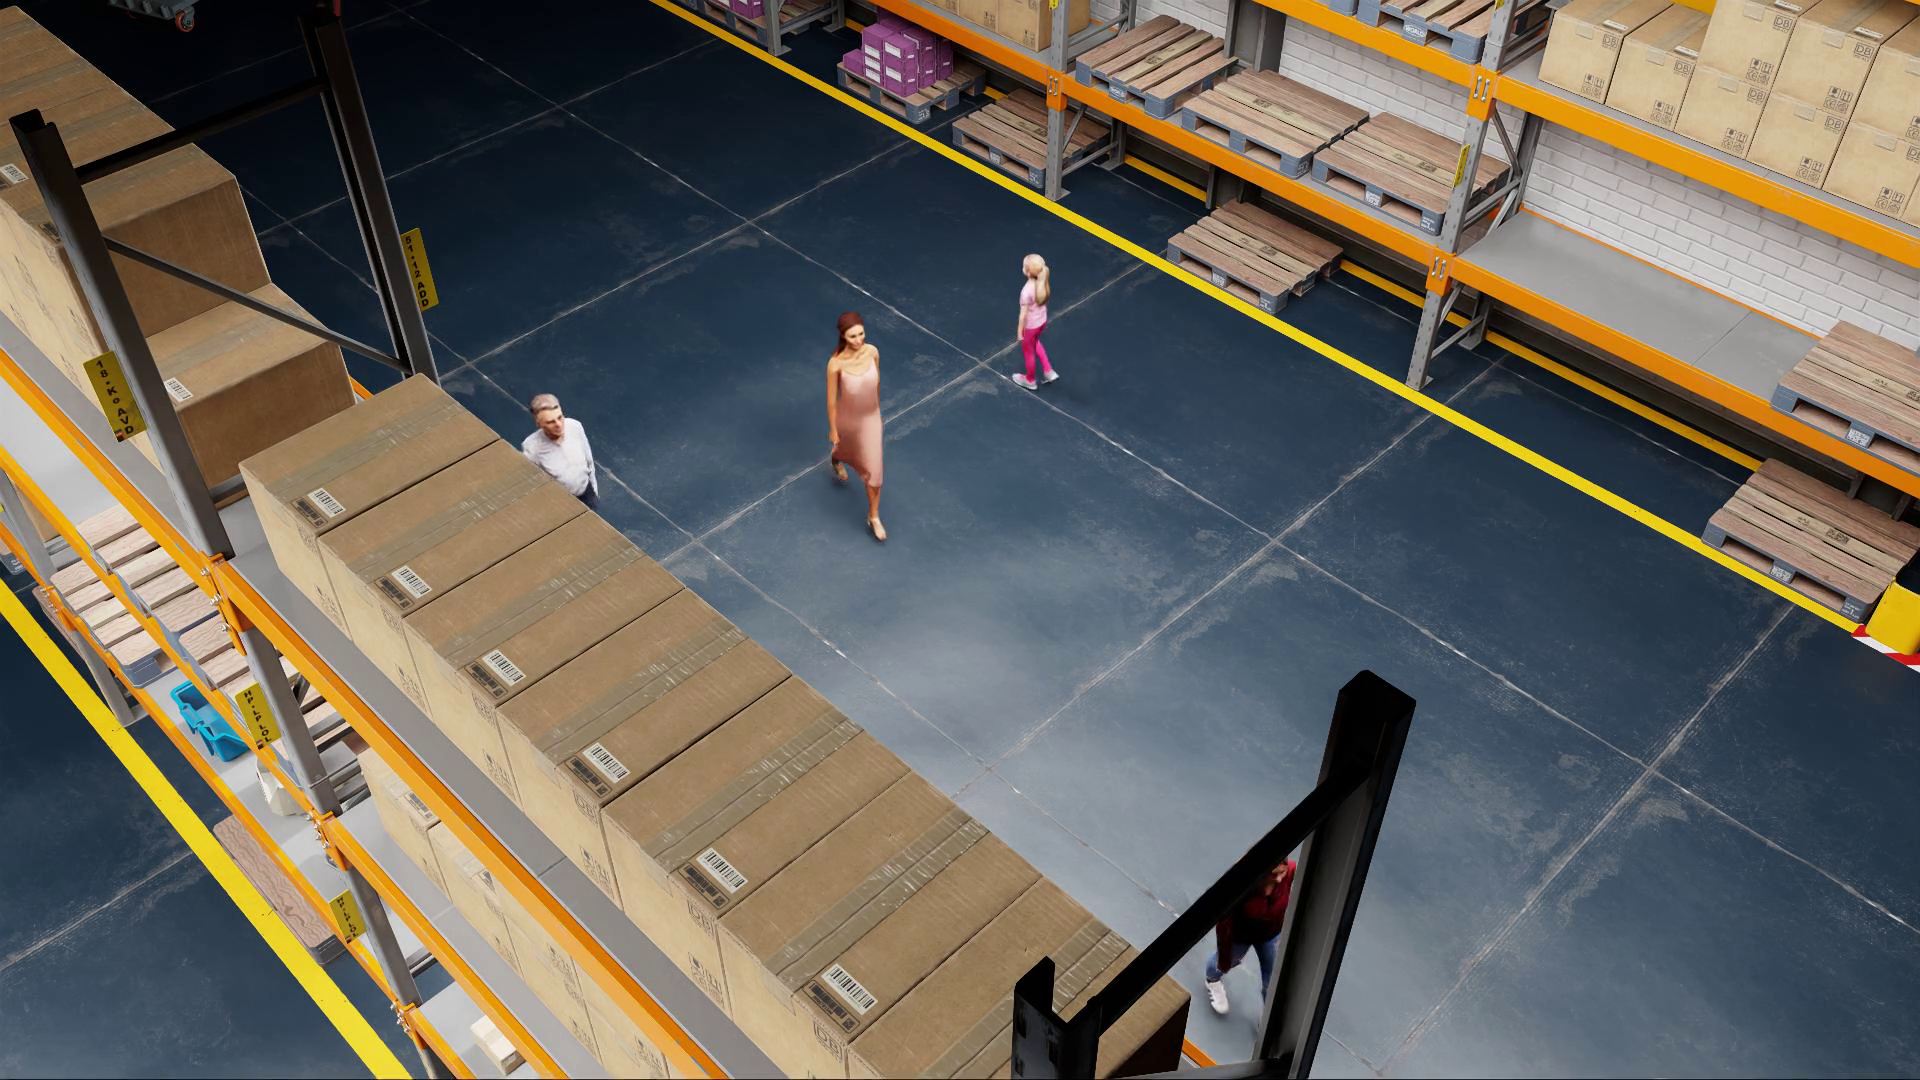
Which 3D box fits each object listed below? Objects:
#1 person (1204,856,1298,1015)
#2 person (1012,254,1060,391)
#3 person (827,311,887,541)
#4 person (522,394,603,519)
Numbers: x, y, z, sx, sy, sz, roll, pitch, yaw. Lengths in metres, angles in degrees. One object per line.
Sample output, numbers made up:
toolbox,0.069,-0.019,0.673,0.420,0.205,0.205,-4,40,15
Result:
person,1.522,2.047,8.894,0.873,1.601,1.067,-14,45,-15
person,0.626,-1.694,13.064,0.657,1.266,0.559,26,50,25
person,-0.783,-0.903,11.851,0.838,1.794,1.188,-18,47,-18
person,-2.695,-0.315,11.223,0.634,1.809,0.877,-34,53,-31
